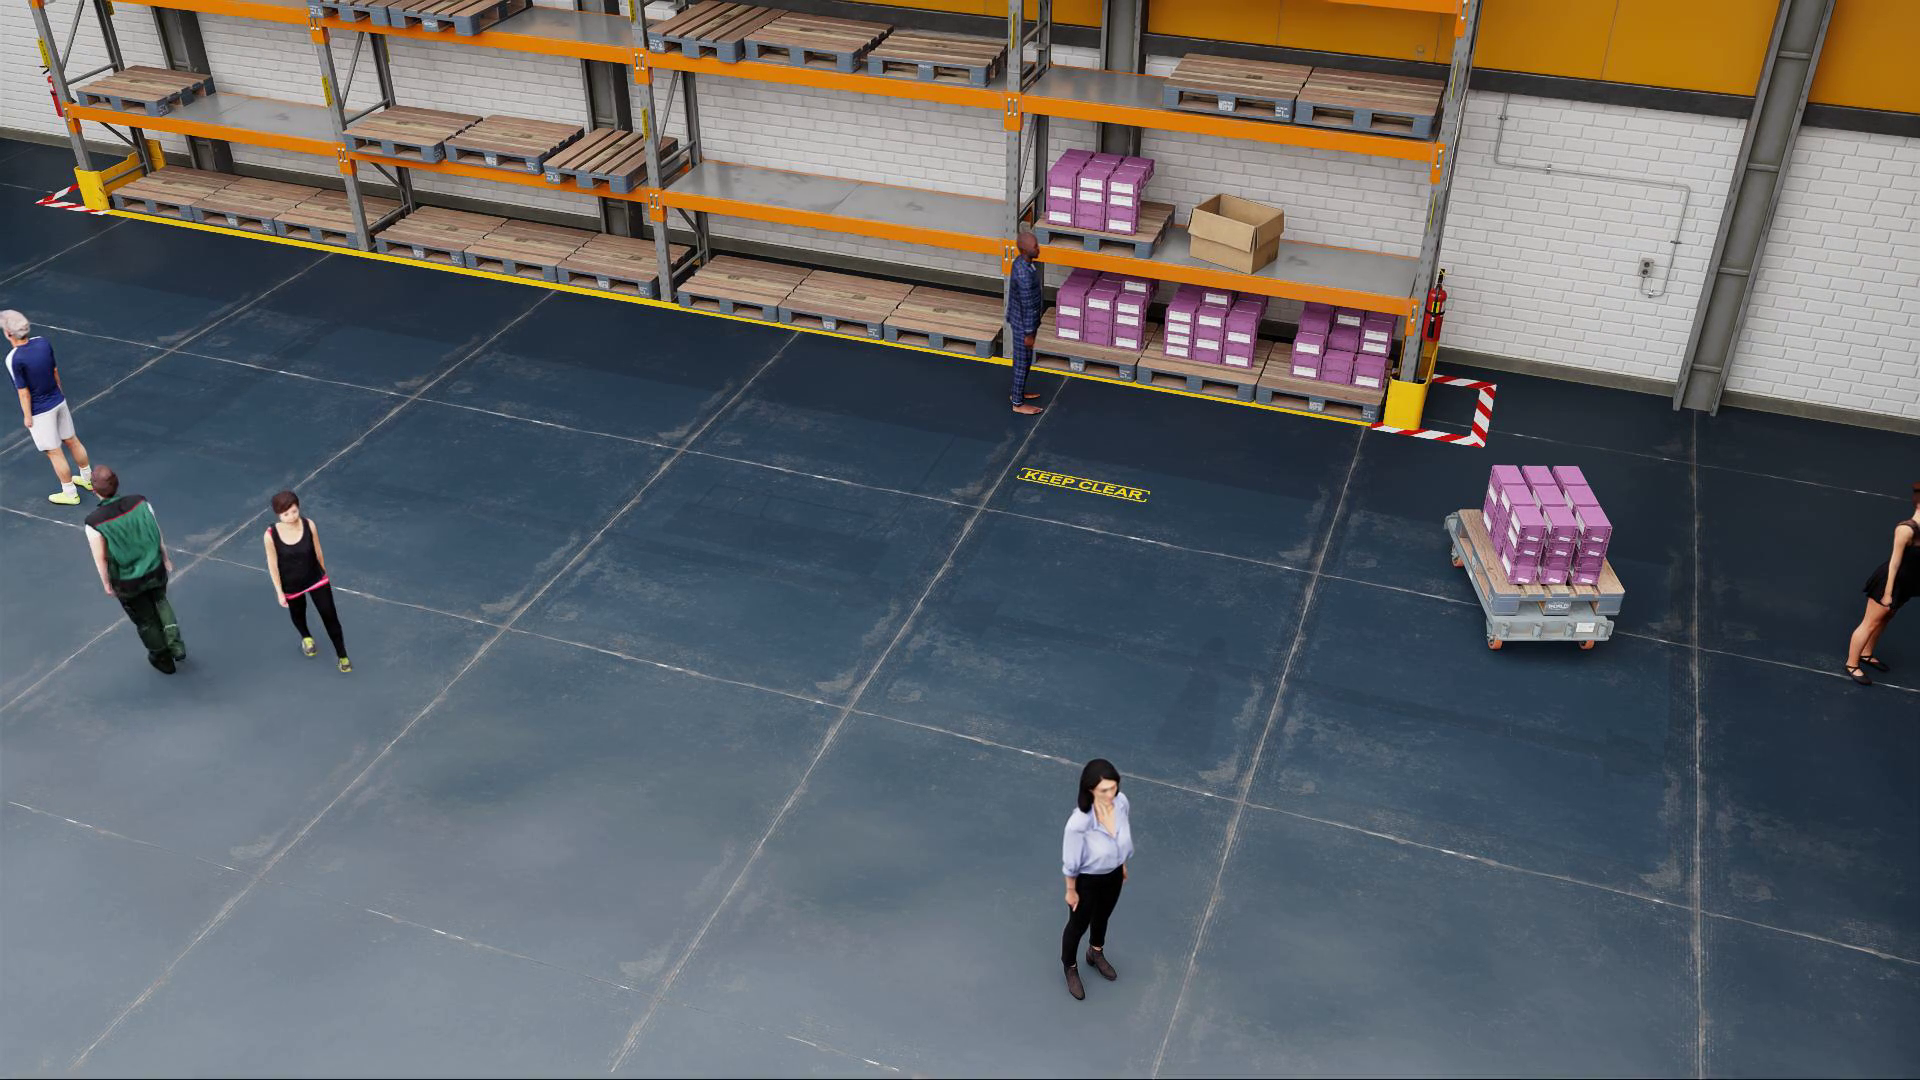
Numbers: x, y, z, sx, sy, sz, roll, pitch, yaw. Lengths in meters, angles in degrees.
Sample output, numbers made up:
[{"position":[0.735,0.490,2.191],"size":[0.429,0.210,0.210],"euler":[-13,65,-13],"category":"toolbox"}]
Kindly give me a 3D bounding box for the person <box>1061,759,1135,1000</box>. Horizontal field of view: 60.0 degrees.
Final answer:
[{"position":[0.803,1.993,9.864],"size":[0.739,1.744,0.751],"euler":[-22,39,-29],"category":"person"}]

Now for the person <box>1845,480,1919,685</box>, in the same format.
[{"position":[7.020,0.305,12.468],"size":[0.678,1.673,0.718],"euler":[-21,39,-29],"category":"person"}]

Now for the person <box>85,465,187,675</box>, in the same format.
[{"position":[-6.097,0.259,12.389],"size":[0.762,1.837,0.747],"euler":[25,41,33],"category":"person"}]

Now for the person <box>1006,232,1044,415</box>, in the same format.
[{"position":[0.620,-2.104,15.960],"size":[0.721,1.818,0.745],"euler":[-1,34,-1],"category":"person"}]

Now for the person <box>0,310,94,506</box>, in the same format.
[{"position":[-7.996,-1.171,14.539],"size":[0.576,1.838,0.654],"euler":[8,34,12],"category":"person"}]

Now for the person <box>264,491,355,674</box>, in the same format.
[{"position":[-5.041,0.267,12.664],"size":[0.931,1.518,1.041],"euler":[-18,38,-25],"category":"person"}]
